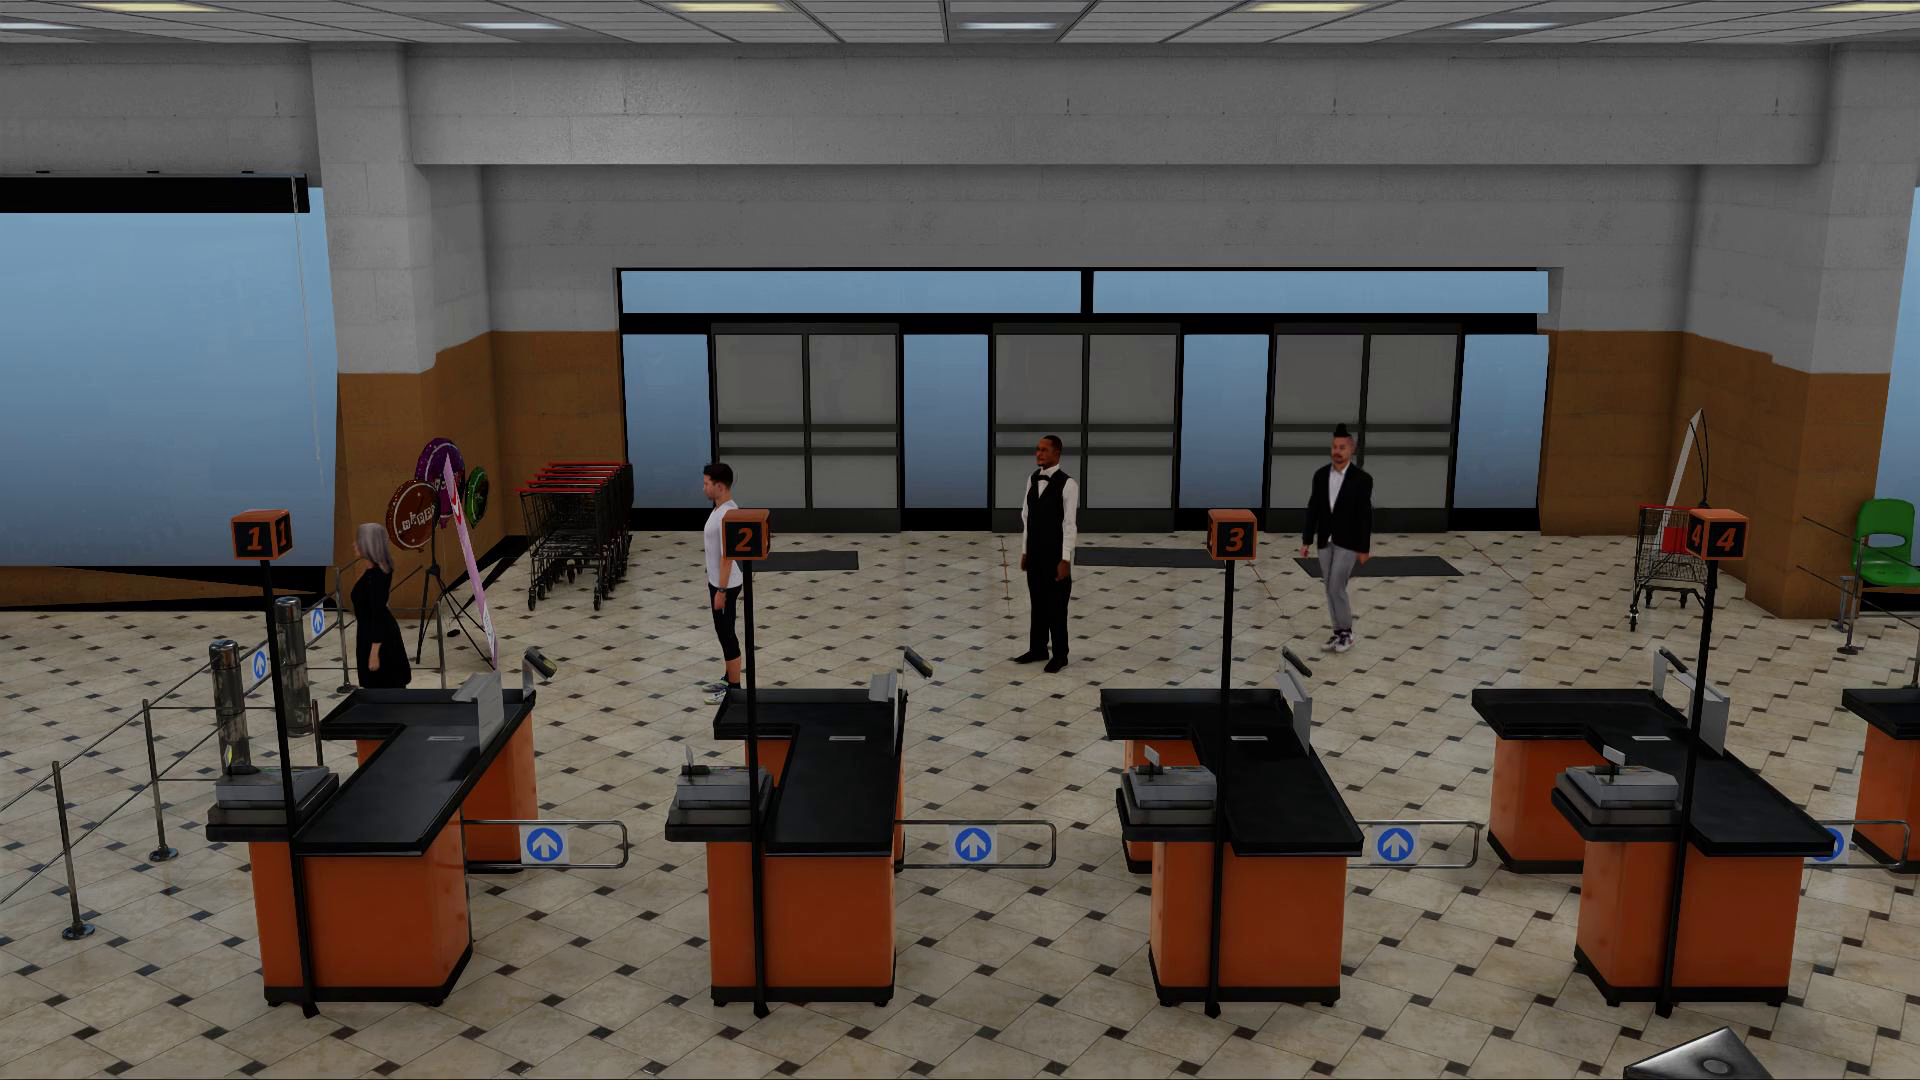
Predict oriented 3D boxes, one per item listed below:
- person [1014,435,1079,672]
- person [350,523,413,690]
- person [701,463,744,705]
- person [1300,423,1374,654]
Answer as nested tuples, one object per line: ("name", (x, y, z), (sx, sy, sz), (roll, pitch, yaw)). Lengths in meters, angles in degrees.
("person", (0.725, 0.090, 13.500), (0.767, 1.919, 0.824), (13, 19, 43))
("person", (-3.918, 0.728, 11.233), (0.717, 1.747, 0.588), (-4, 14, -14))
("person", (-1.797, 0.315, 12.706), (0.764, 1.855, 0.569), (-3, 14, -11))
("person", (3.225, -0.023, 13.922), (0.895, 1.940, 0.827), (-12, 18, -41))
